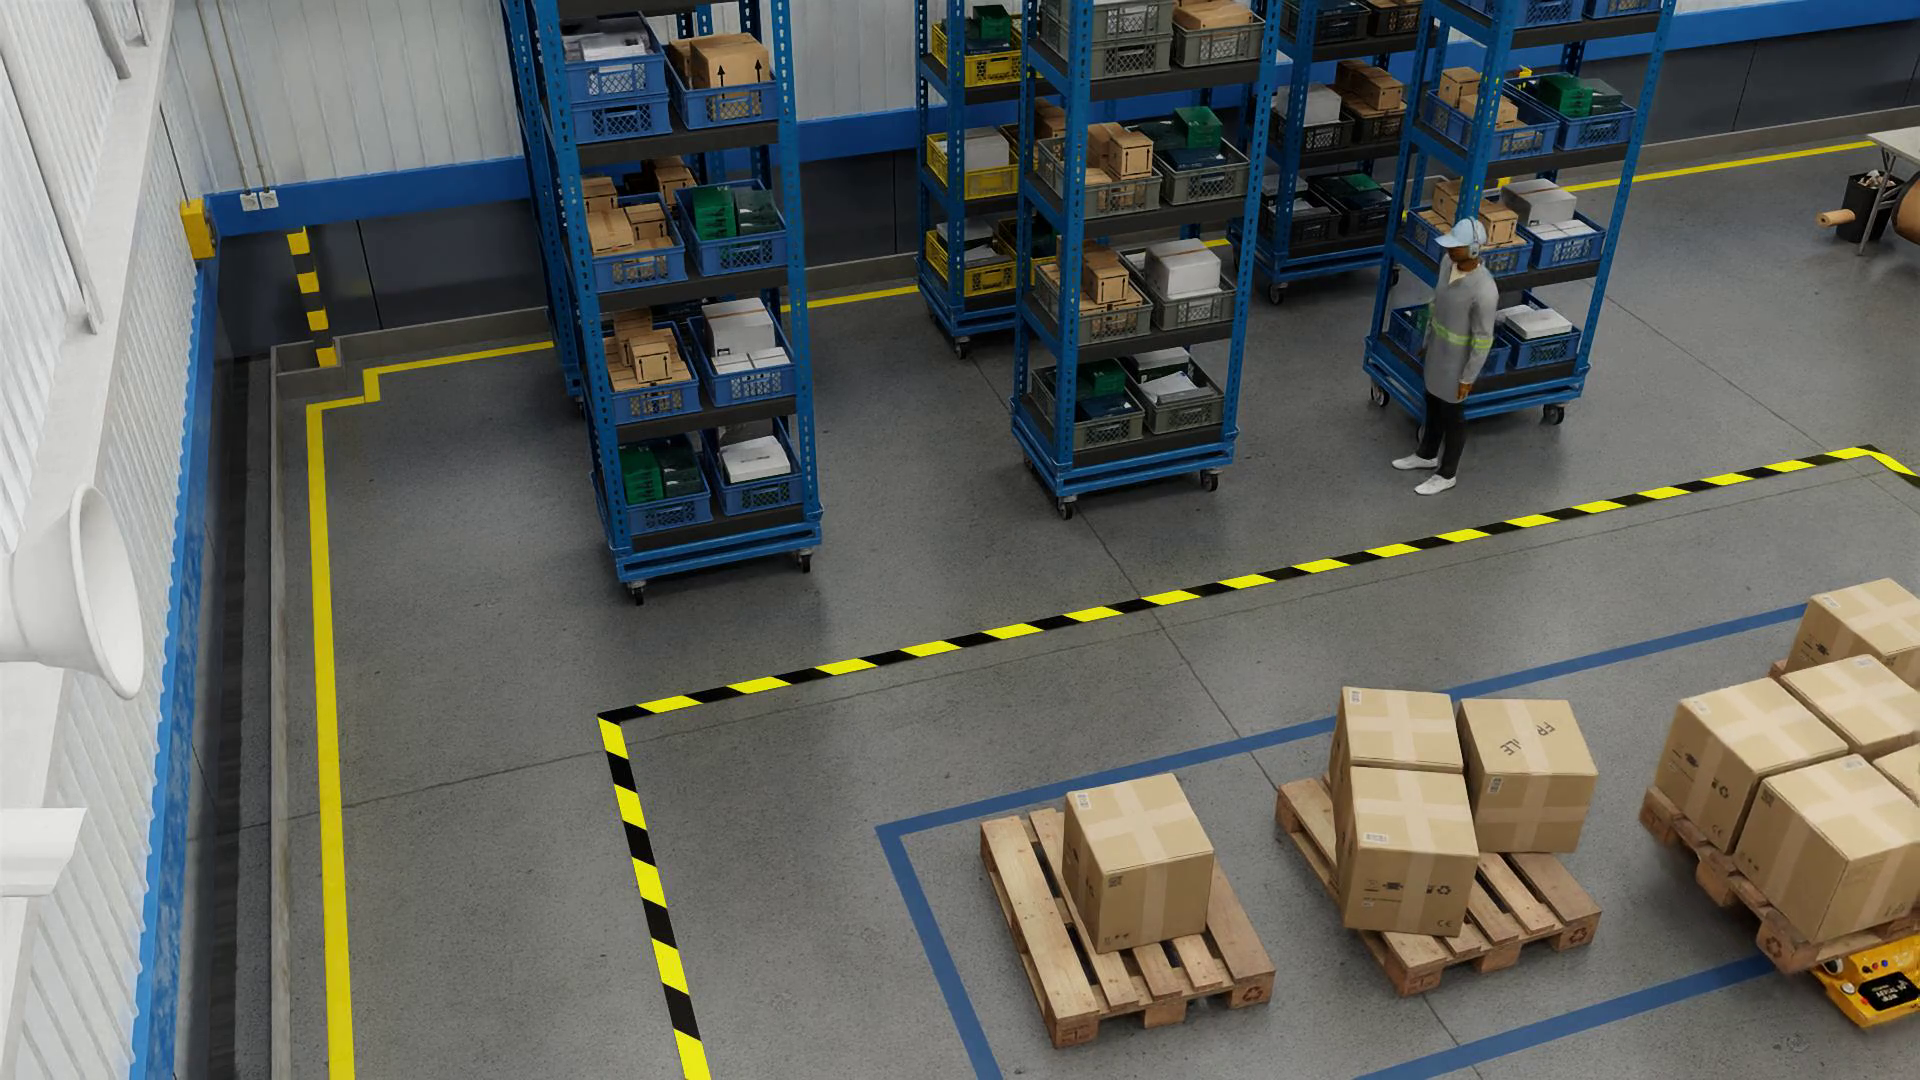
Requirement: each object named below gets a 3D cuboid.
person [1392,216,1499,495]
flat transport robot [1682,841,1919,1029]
[{"bbox_3d":[3.005,-1.134,10.289,0.397,1.850,0.596,-8,36,-11],"label":"person"},{"bbox_3d":[3.976,1.592,7.774,0.652,0.197,1.431,-11,37,-15],"label":"flat transport robot"}]
